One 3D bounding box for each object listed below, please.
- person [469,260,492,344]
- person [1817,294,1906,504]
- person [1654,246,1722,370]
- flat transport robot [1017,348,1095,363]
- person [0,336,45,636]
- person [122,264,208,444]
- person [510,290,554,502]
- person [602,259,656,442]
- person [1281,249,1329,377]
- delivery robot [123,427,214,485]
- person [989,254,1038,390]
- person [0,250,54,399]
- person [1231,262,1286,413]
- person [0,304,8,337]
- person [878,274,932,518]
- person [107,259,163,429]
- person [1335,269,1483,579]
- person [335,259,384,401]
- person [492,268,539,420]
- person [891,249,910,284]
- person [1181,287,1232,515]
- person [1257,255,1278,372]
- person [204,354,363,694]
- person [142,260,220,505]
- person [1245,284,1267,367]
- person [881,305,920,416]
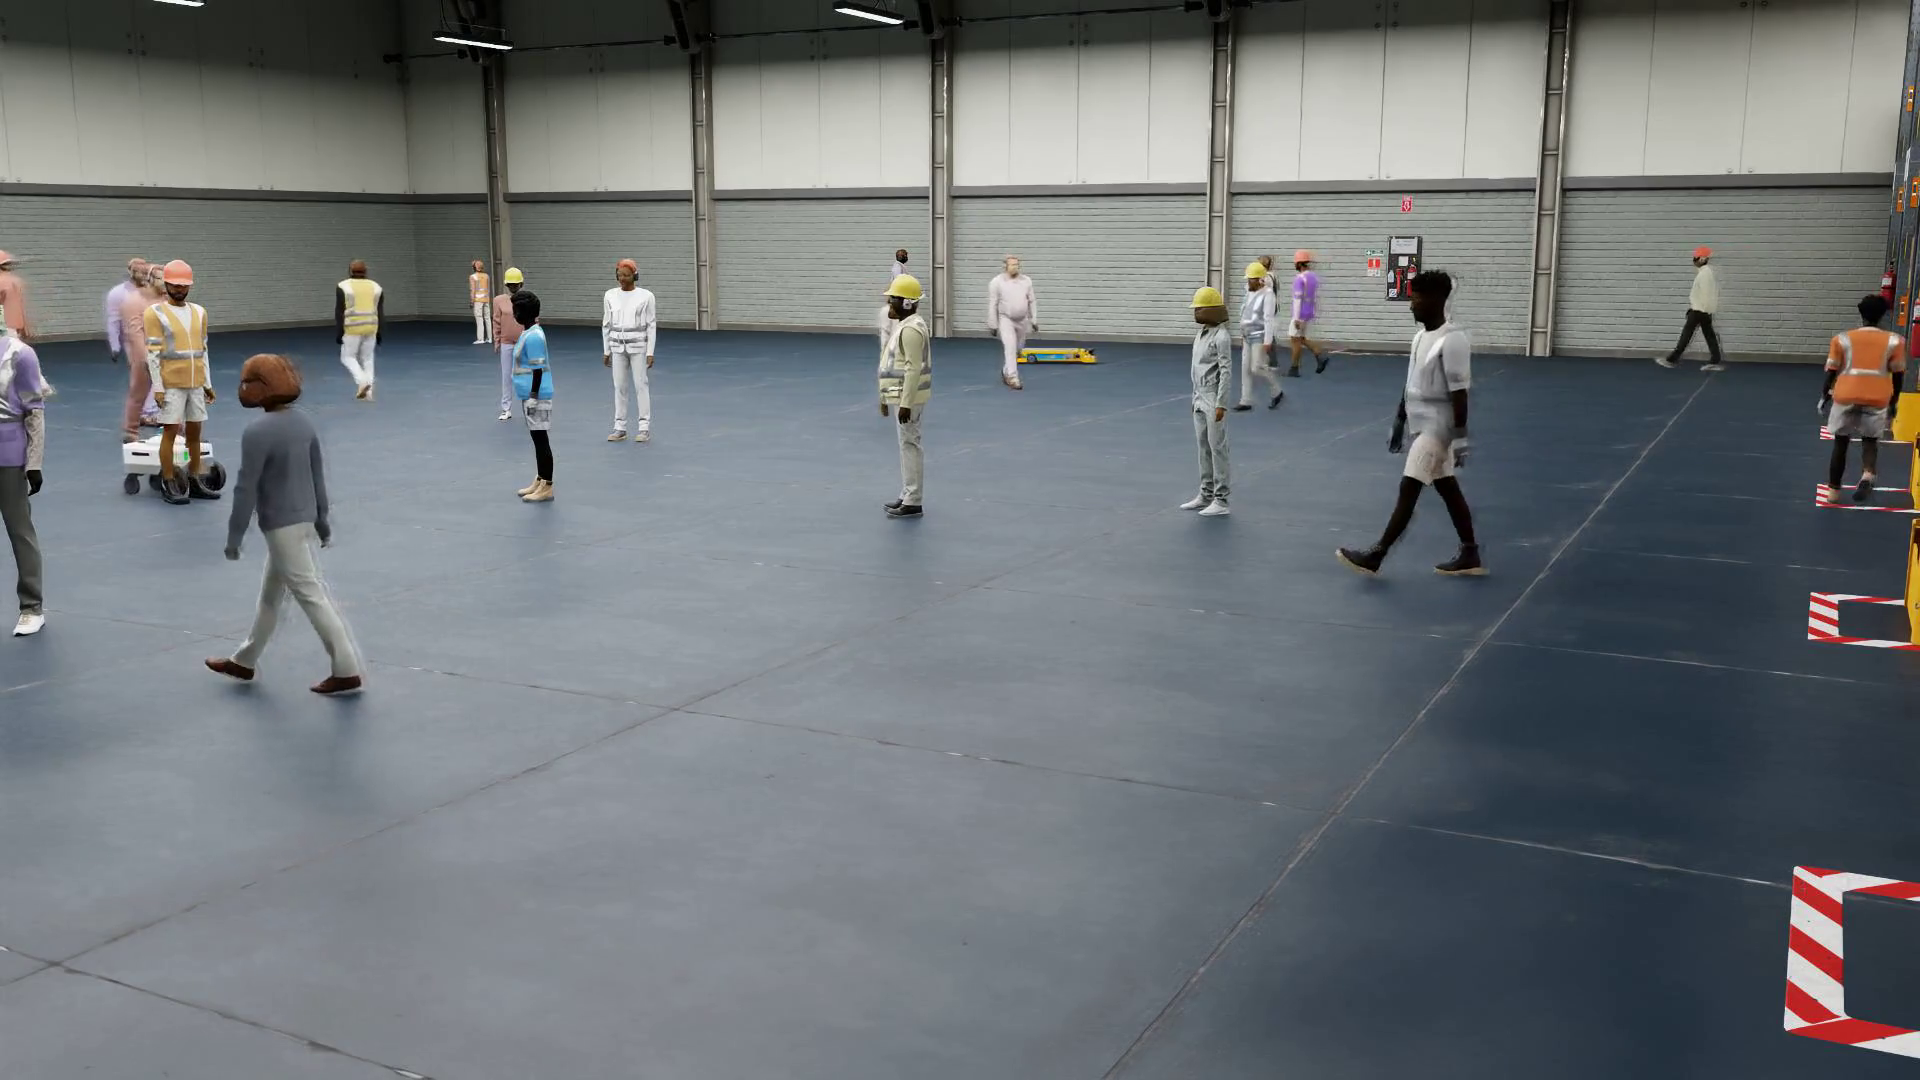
[{"bbox_3d":[-9.419,-4.662,32.643,0.315,1.641,0.515,6,12,28],"label":"person"},{"bbox_3d":[7.067,-1.088,13.051,0.587,1.673,0.504,4,11,23],"label":"person"},{"bbox_3d":[11.638,-3.663,26.363,1.017,1.941,0.621,7,12,32],"label":"person"},{"bbox_3d":[1.536,-3.101,27.869,1.431,0.197,0.652,1,10,4],"label":"flat transport robot"},{"bbox_3d":[-5.169,-0.440,8.845,0.588,1.927,0.371,0,10,-1],"label":"person"},{"bbox_3d":[-7.984,-1.801,16.501,1.034,1.850,0.645,5,12,27],"label":"person"},{"bbox_3d":[-3.431,-1.153,13.370,0.320,1.692,0.531,-3,11,-18],"label":"person"},{"bbox_3d":[-3.428,-1.954,17.222,0.576,1.882,0.355,2,11,11],"label":"person"},{"bbox_3d":[5.167,-3.386,24.914,0.631,1.925,0.558,9,14,41],"label":"person"},{"bbox_3d":[-6.531,-0.693,13.713,0.707,0.478,0.477,4,11,19],"label":"delivery robot"},{"bbox_3d":[0.726,-3.068,23.331,0.646,1.878,0.907,-4,11,-23],"label":"person"},{"bbox_3d":[-12.228,-2.757,21.423,1.003,1.954,0.628,-1,10,-5],"label":"person"},{"bbox_3d":[3.609,-2.426,19.992,0.613,1.811,0.614,-4,11,-18],"label":"person"},{"bbox_3d":[-11.400,-2.232,19.452,0.453,1.617,0.520,5,12,26],"label":"person"},{"bbox_3d":[-0.419,-1.088,12.619,0.404,1.837,0.594,-1,10,-4],"label":"person"},{"bbox_3d":[-8.924,-2.147,18.319,0.965,1.856,0.678,7,12,33],"label":"person"},{"bbox_3d":[2.835,-0.703,10.300,1.003,1.908,0.633,0,10,-2],"label":"person"},{"bbox_3d":[-7.703,-2.682,21.348,0.453,1.822,0.641,10,14,43],"label":"person"},{"bbox_3d":[-5.140,-2.266,19.263,0.523,1.760,0.329,-1,10,-8],"label":"person"},{"bbox_3d":[-1.191,-5.039,34.157,0.429,1.843,0.629,1,10,3],"label":"person"},{"bbox_3d":[1.898,-1.060,12.727,0.323,1.741,0.490,-3,11,-16],"label":"person"},{"bbox_3d":[4.705,-3.535,26.011,0.664,1.823,0.520,6,12,31],"label":"person"},{"bbox_3d":[-3.179,-0.066,7.706,0.845,1.579,0.520,1,10,8],"label":"person"},{"bbox_3d":[-6.200,-1.259,13.289,0.375,1.934,0.547,6,12,28],"label":"person"},{"bbox_3d":[4.813,-3.628,27.009,0.307,1.641,0.514,-7,12,-32],"label":"person"},{"bbox_3d":[-0.698,-2.139,18.953,0.509,1.613,0.609,-5,11,-24],"label":"person"}]
